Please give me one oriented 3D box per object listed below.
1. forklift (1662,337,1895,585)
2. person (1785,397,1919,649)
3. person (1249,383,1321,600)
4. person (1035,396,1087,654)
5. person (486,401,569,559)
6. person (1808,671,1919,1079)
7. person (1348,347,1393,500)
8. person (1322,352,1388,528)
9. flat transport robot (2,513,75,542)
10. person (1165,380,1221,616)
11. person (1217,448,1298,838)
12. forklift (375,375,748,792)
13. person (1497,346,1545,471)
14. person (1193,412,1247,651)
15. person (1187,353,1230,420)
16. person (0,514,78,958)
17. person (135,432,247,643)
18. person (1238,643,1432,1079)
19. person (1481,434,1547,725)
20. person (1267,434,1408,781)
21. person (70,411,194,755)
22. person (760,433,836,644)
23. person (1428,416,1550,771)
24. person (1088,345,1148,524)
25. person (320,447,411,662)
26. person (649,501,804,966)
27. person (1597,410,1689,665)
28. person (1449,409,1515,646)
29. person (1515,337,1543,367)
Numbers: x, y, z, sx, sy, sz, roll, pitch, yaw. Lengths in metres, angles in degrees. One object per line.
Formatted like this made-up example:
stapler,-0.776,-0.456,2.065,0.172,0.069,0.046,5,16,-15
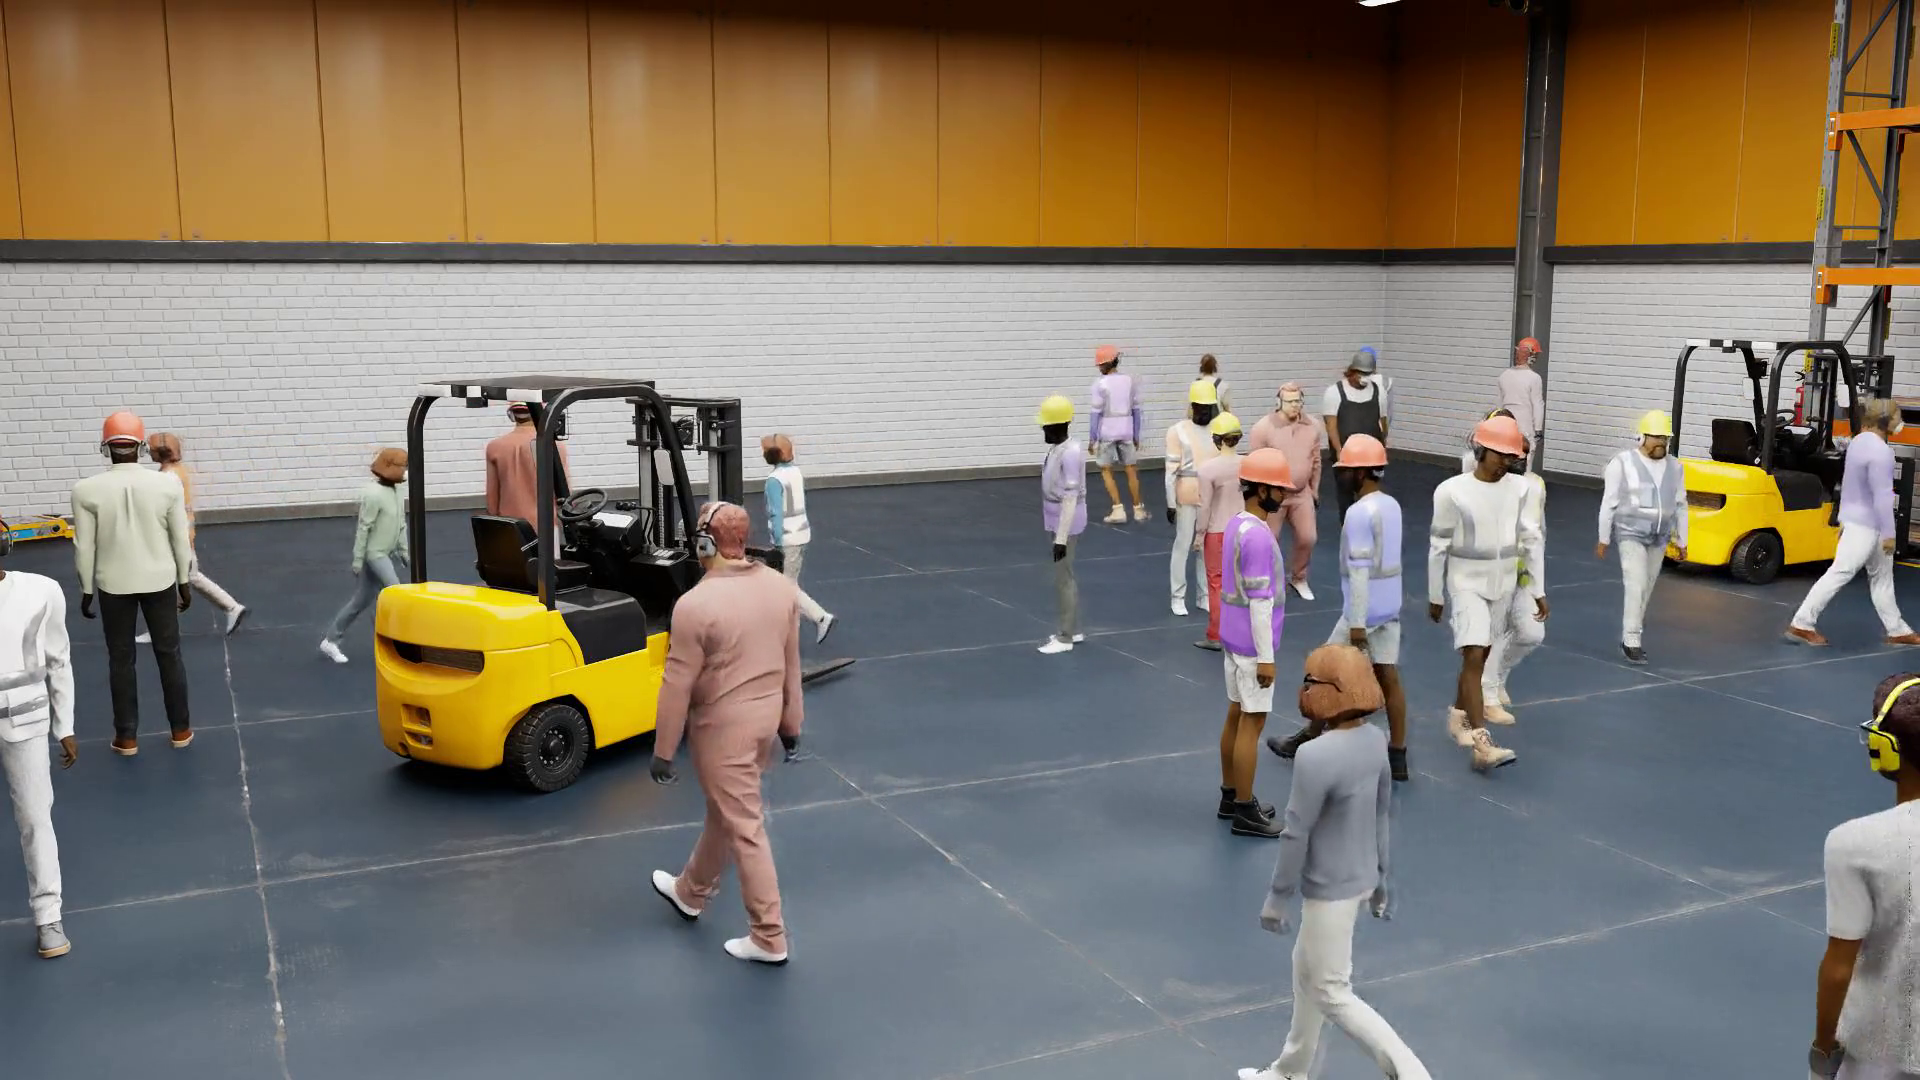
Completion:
forklift,7.551,-0.789,15.507,2.313,2.155,1.214,-4,10,-25
person,6.687,-0.115,12.303,1.033,1.890,0.653,3,10,16
person,2.733,-0.386,14.019,0.663,1.877,0.472,-2,9,-14
person,0.737,-0.110,12.253,0.387,1.902,0.717,-1,9,-7
person,-3.092,-0.117,11.965,0.626,1.990,0.397,2,9,10
person,2.294,1.241,3.969,0.539,1.855,0.580,-1,9,-4
person,4.869,-1.352,19.928,0.600,1.883,1.008,1,9,7
person,4.068,-0.962,17.056,0.688,2.000,0.984,1,9,5
flat transport robot,-9.867,-0.084,17.080,0.652,0.197,1.431,7,11,37
person,1.952,-0.341,13.550,0.593,1.924,0.381,-4,10,-22
person,1.480,0.505,8.288,0.364,1.933,0.543,-1,9,-4
forklift,-2.268,0.149,9.685,1.214,2.155,2.313,6,11,32
person,6.802,-1.389,20.122,0.409,1.906,0.651,-6,11,-31
person,1.962,-0.060,12.298,0.523,1.771,0.304,-4,10,-25
person,2.967,-1.310,19.893,0.506,1.831,0.528,0,9,0
person,-3.890,0.783,6.709,0.584,1.882,0.346,-5,10,-29
person,-5.878,-0.024,12.565,0.761,1.611,0.522,-2,9,-12
person,1.270,1.136,5.385,0.752,1.606,0.510,7,12,38
person,3.356,0.232,10.292,0.656,1.830,0.434,-4,10,-22
person,2.143,0.361,9.262,0.902,1.900,0.574,7,12,39
person,-4.800,0.250,9.677,0.612,1.994,0.395,-6,11,-31
person,-1.196,0.016,12.269,0.552,1.617,0.534,3,10,17
person,3.021,0.300,9.422,0.601,1.983,1.005,-2,9,-13
person,1.778,-1.170,18.496,0.787,1.992,0.445,-4,10,-22
person,-4.183,0.112,11.853,0.896,1.578,0.505,0,9,0
person,-1.041,0.769,6.834,0.932,1.863,0.674,6,11,32
person,4.932,-0.012,11.850,0.628,1.811,0.652,-2,9,-10
person,3.876,-0.070,12.224,0.535,1.828,0.957,-3,10,-16
person,6.964,-1.506,20.577,0.400,1.989,0.623,2,9,10
